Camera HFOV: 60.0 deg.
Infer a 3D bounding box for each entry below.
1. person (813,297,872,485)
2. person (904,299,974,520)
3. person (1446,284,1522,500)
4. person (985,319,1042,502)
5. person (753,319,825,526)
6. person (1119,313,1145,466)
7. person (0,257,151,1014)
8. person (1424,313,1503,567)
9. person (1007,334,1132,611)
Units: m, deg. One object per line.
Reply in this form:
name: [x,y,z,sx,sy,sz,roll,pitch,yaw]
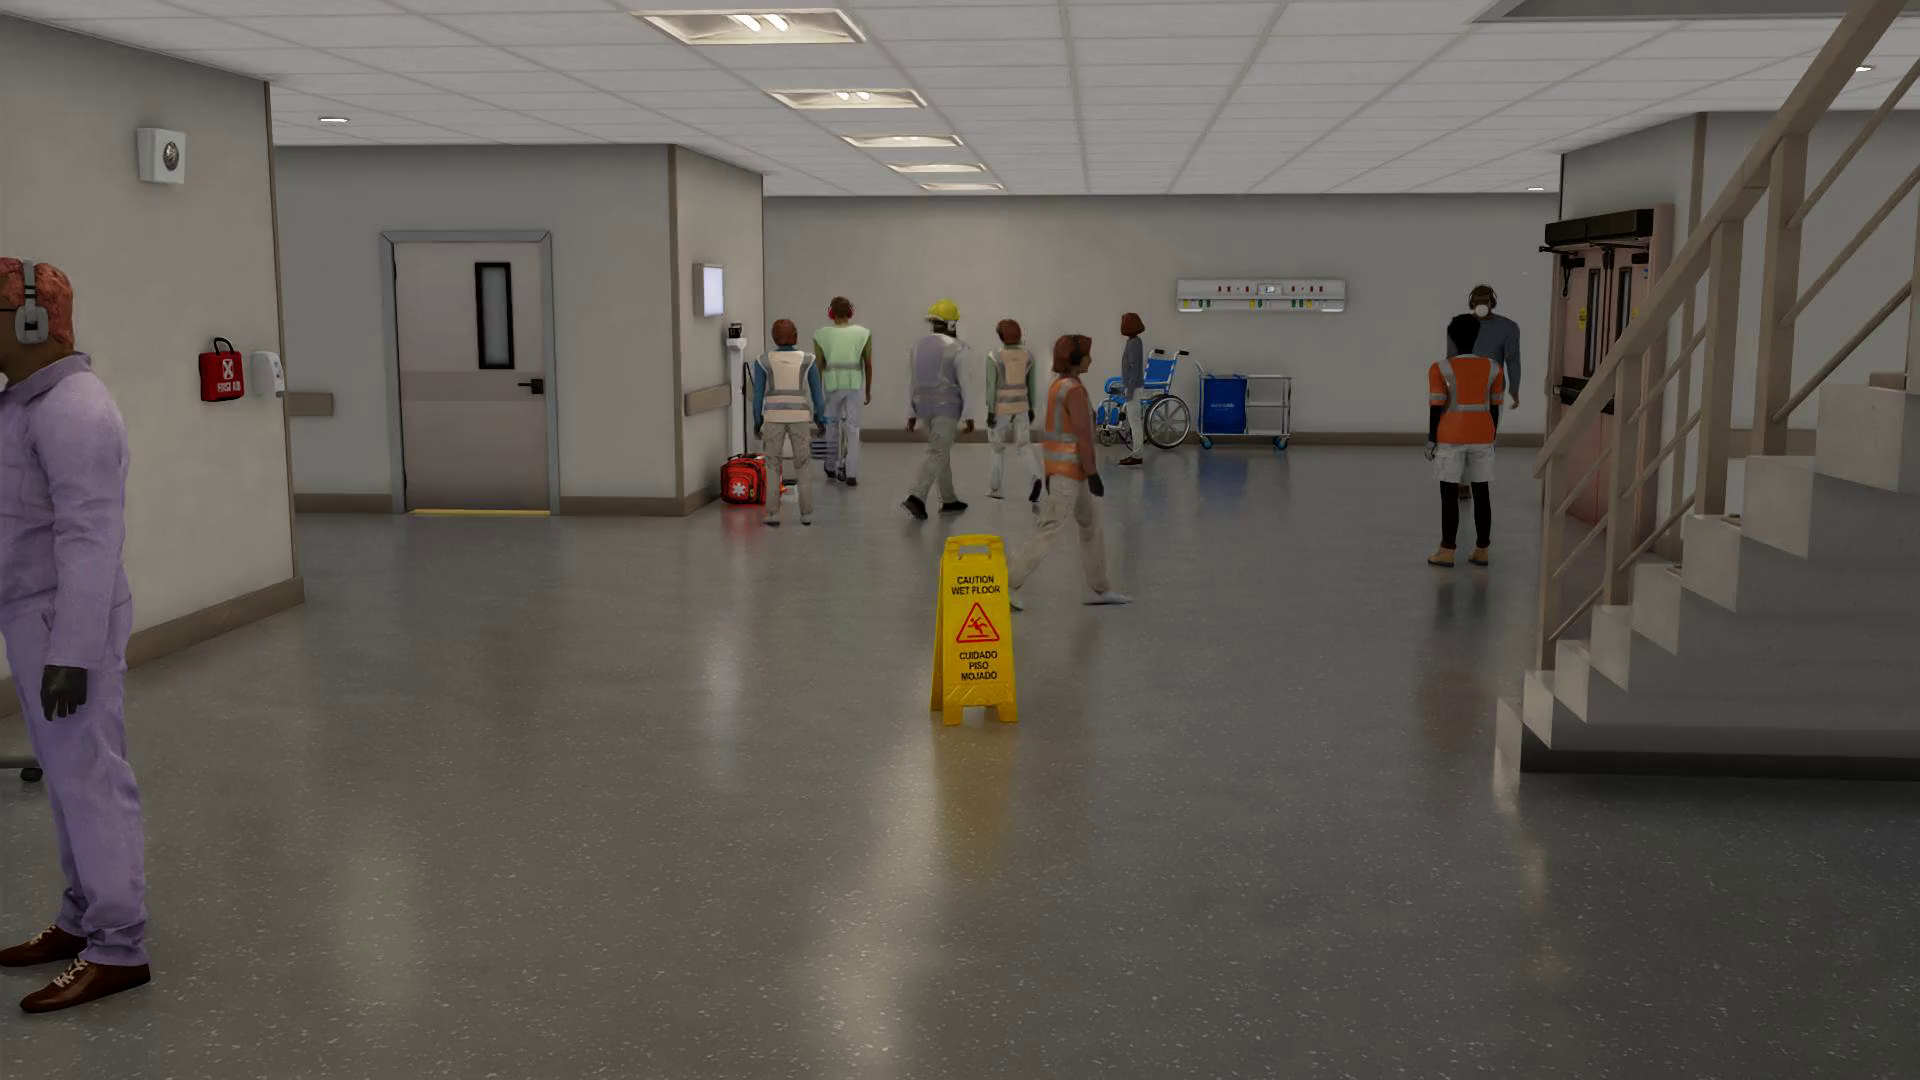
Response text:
person: [-1.142,-1.449,16.144,0.577,1.795,0.974,-1,8,-8]
person: [-0.197,-1.070,13.595,0.605,1.798,0.893,7,11,38]
person: [4.627,-1.300,14.736,0.650,1.902,0.872,2,9,16]
person: [0.471,-1.138,14.648,0.526,1.610,0.750,-4,9,-27]
person: [-1.358,-0.925,13.125,0.545,1.634,0.316,-1,8,-7]
person: [1.837,-1.607,17.763,0.264,1.632,0.507,1,8,9]
person: [-2.352,0.238,4.293,0.406,1.911,0.637,-6,10,-35]
person: [3.357,-0.657,11.108,0.536,1.690,0.322,-1,8,-10]
person: [0.577,-0.387,9.575,0.822,1.602,0.513,-1,8,-5]
